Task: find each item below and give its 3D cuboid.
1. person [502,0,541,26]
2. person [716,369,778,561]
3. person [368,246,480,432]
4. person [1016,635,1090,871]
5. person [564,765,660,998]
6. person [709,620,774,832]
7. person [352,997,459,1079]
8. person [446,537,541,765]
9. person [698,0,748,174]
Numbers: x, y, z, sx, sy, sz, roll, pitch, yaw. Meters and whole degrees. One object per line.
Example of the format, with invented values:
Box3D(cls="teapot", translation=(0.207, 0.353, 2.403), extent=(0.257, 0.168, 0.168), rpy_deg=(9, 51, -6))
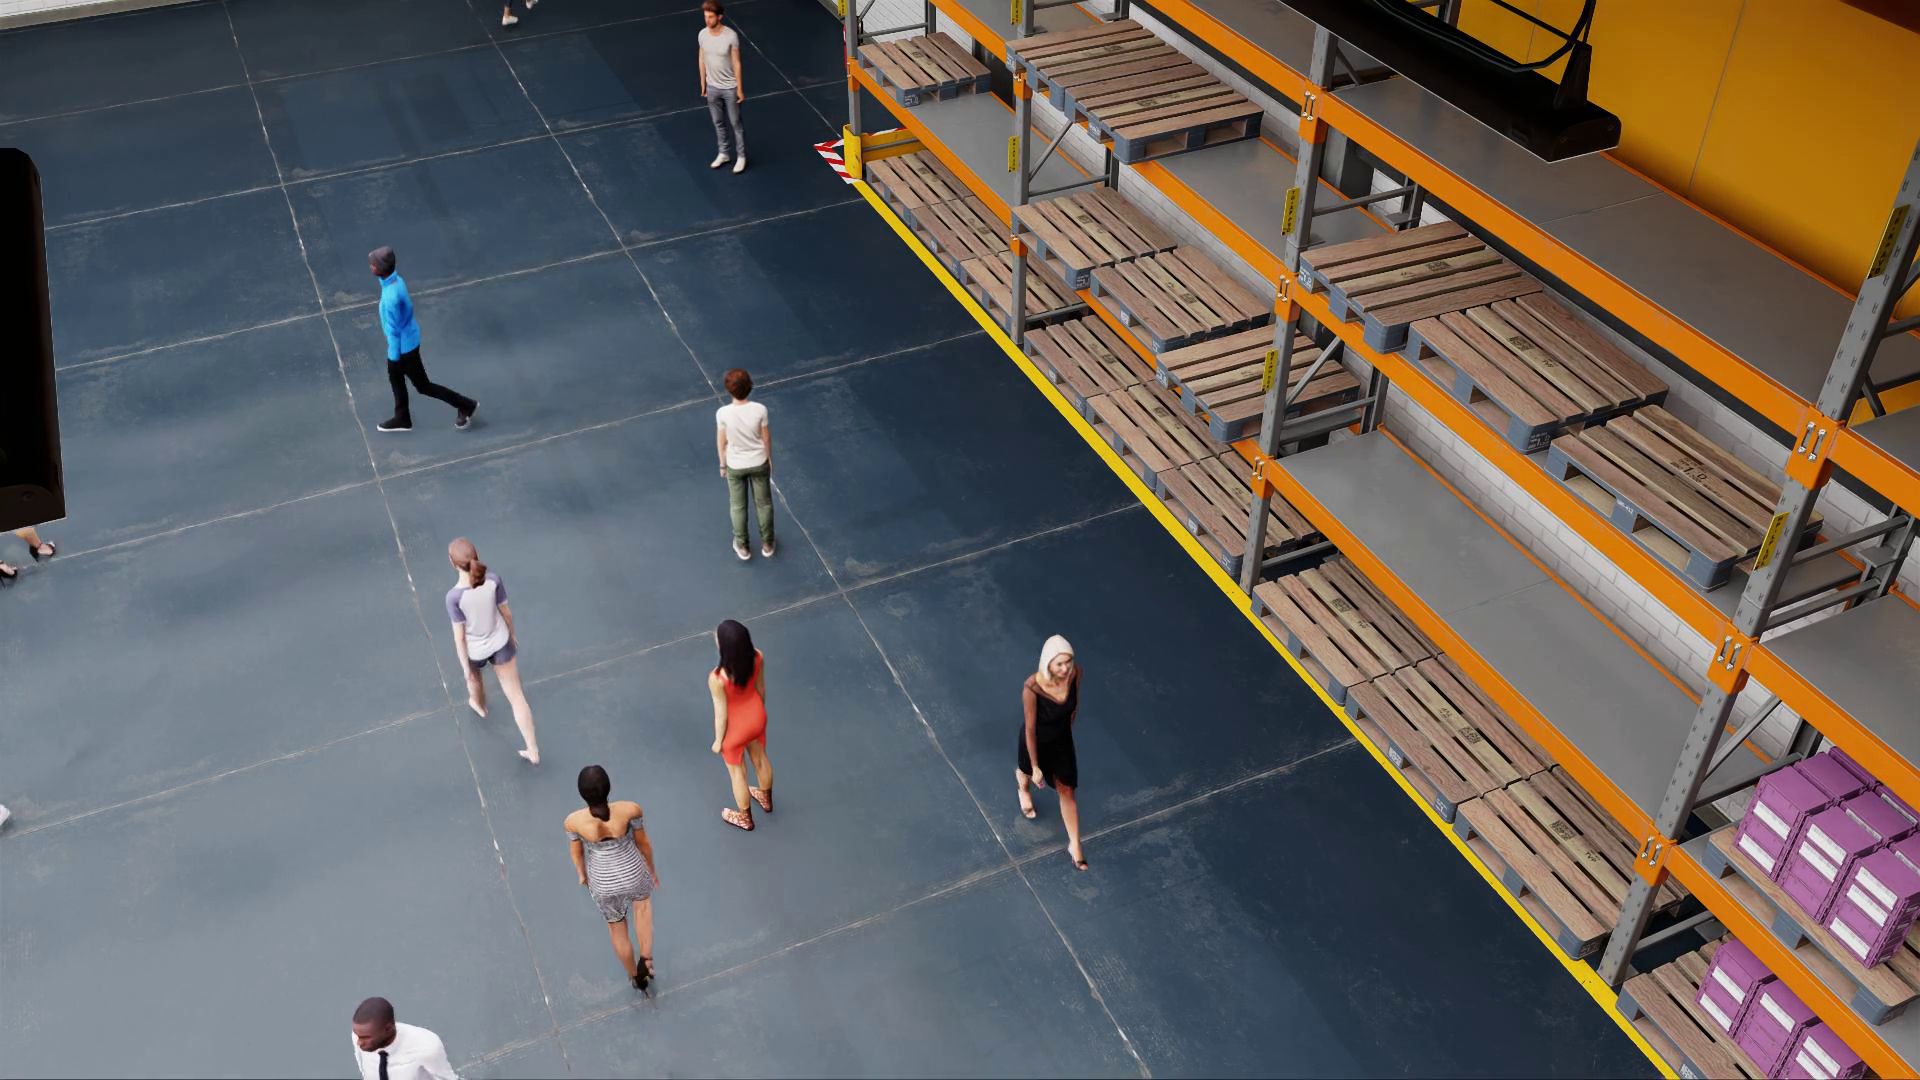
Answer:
Box3D(cls="person", translation=(-5.829, -7.498, 21.340), extent=(1.145, 1.760, 1.107), rpy_deg=(18, 42, 21))
Box3D(cls="person", translation=(-1.629, -0.576, 12.756), extent=(0.614, 1.654, 0.607), rpy_deg=(-6, 39, -7))
Box3D(cls="person", translation=(-4.579, -1.641, 13.998), extent=(0.753, 1.768, 1.065), rpy_deg=(-11, 40, -14))
Box3D(cls="person", translation=(0.499, 1.227, 10.467), extent=(0.592, 1.693, 1.051), rpy_deg=(-16, 41, -19))
Box3D(cls="person", translation=(-1.916, 2.002, 9.400), extent=(0.647, 1.814, 0.624), rpy_deg=(-9, 39, -11))
Box3D(cls="person", translation=(-1.381, 1.167, 10.522), extent=(0.662, 1.719, 0.662), rpy_deg=(28, 46, 30))
Box3D(cls="person", translation=(-2.710, 2.798, 8.398), extent=(1.008, 1.821, 1.104), rpy_deg=(5, 39, 6))
Box3D(cls="person", translation=(-3.097, 0.767, 11.023), extent=(0.720, 1.720, 1.195), rpy_deg=(-24, 45, -27))
Box3D(cls="person", translation=(-2.561, -4.933, 18.024), extent=(0.745, 1.889, 0.799), rpy_deg=(12, 40, 15))
